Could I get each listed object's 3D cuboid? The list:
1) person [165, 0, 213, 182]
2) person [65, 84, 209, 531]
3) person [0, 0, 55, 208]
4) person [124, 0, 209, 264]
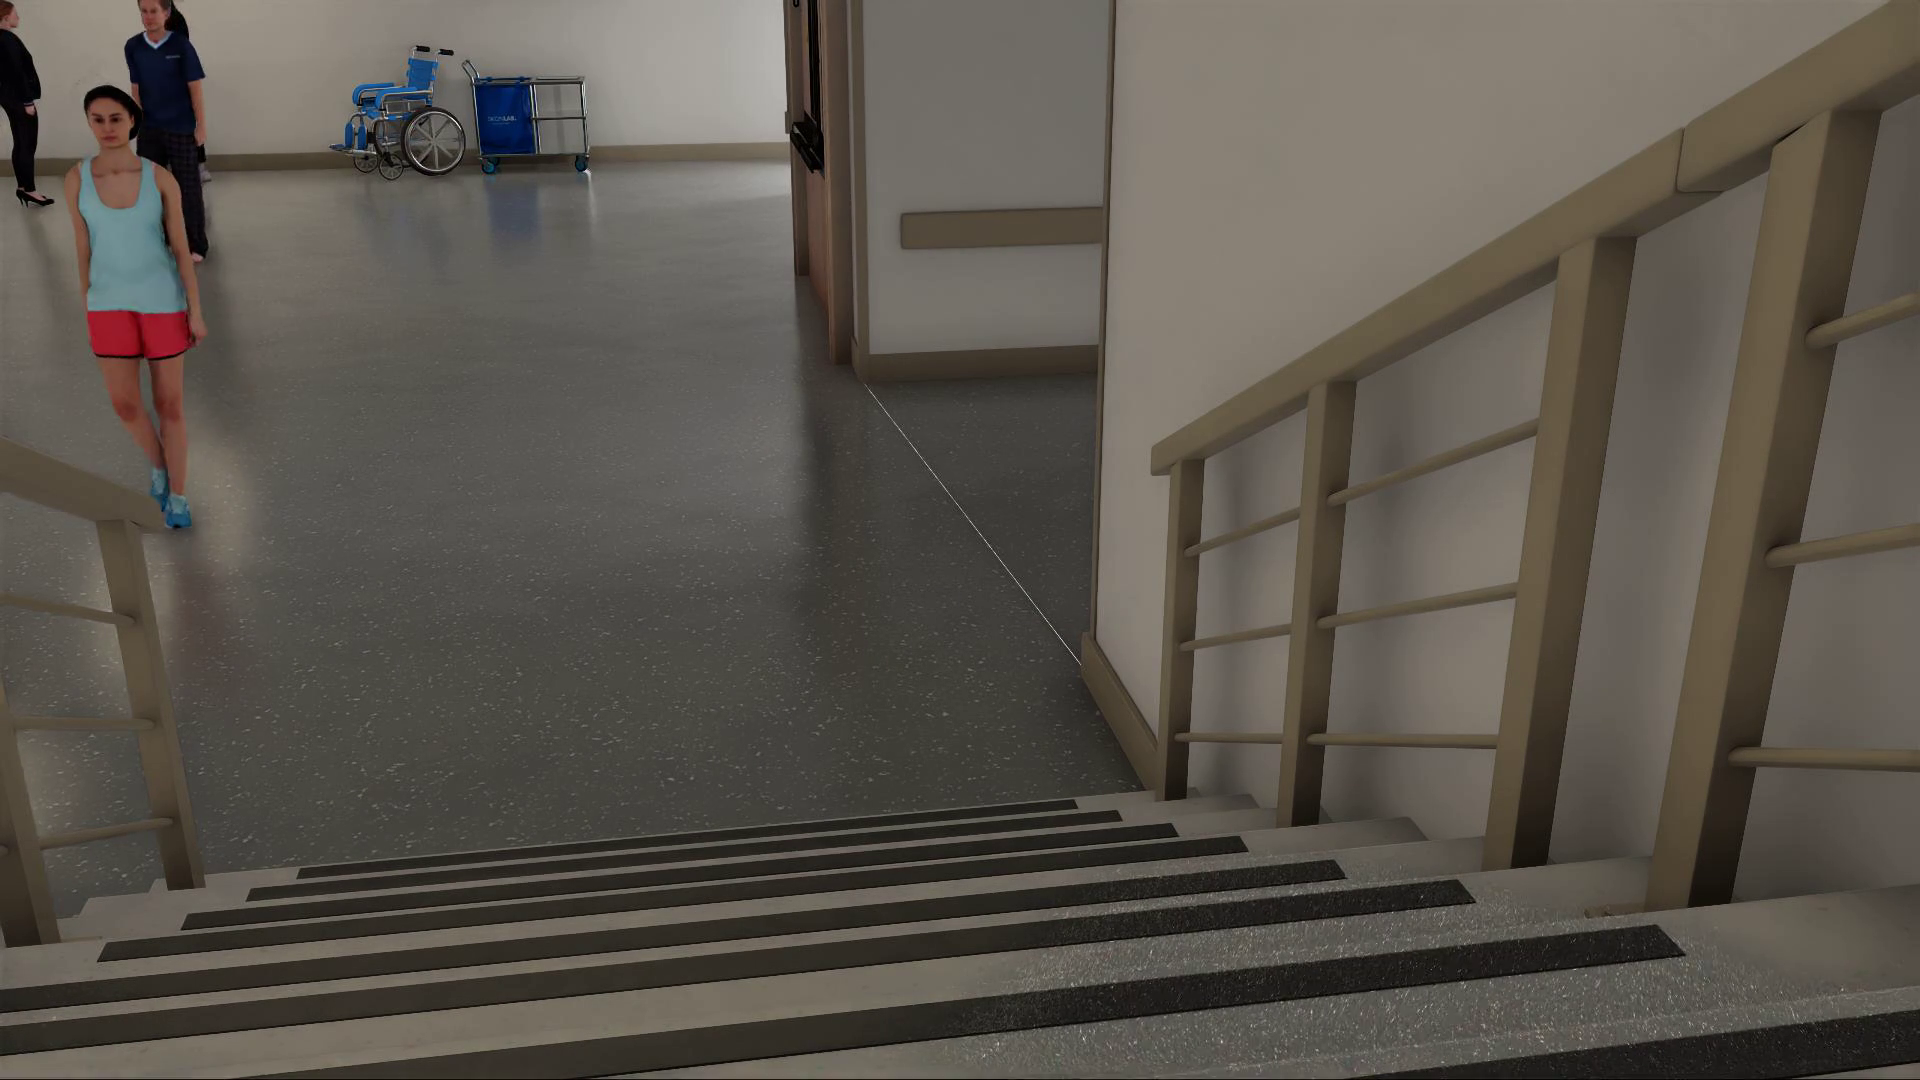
[{"bbox_3d":[-7.149,-4.172,15.158,0.785,1.816,0.608,1,21,4],"label":"person"},{"bbox_3d":[-3.264,-0.914,6.644,0.647,1.754,0.697,-7,22,-17],"label":"person"},{"bbox_3d":[-7.957,-3.678,14.041,0.766,1.683,0.669,-19,28,-41],"label":"person"},{"bbox_3d":[-5.561,-2.912,11.766,0.705,1.863,0.656,-1,21,-2],"label":"person"}]
